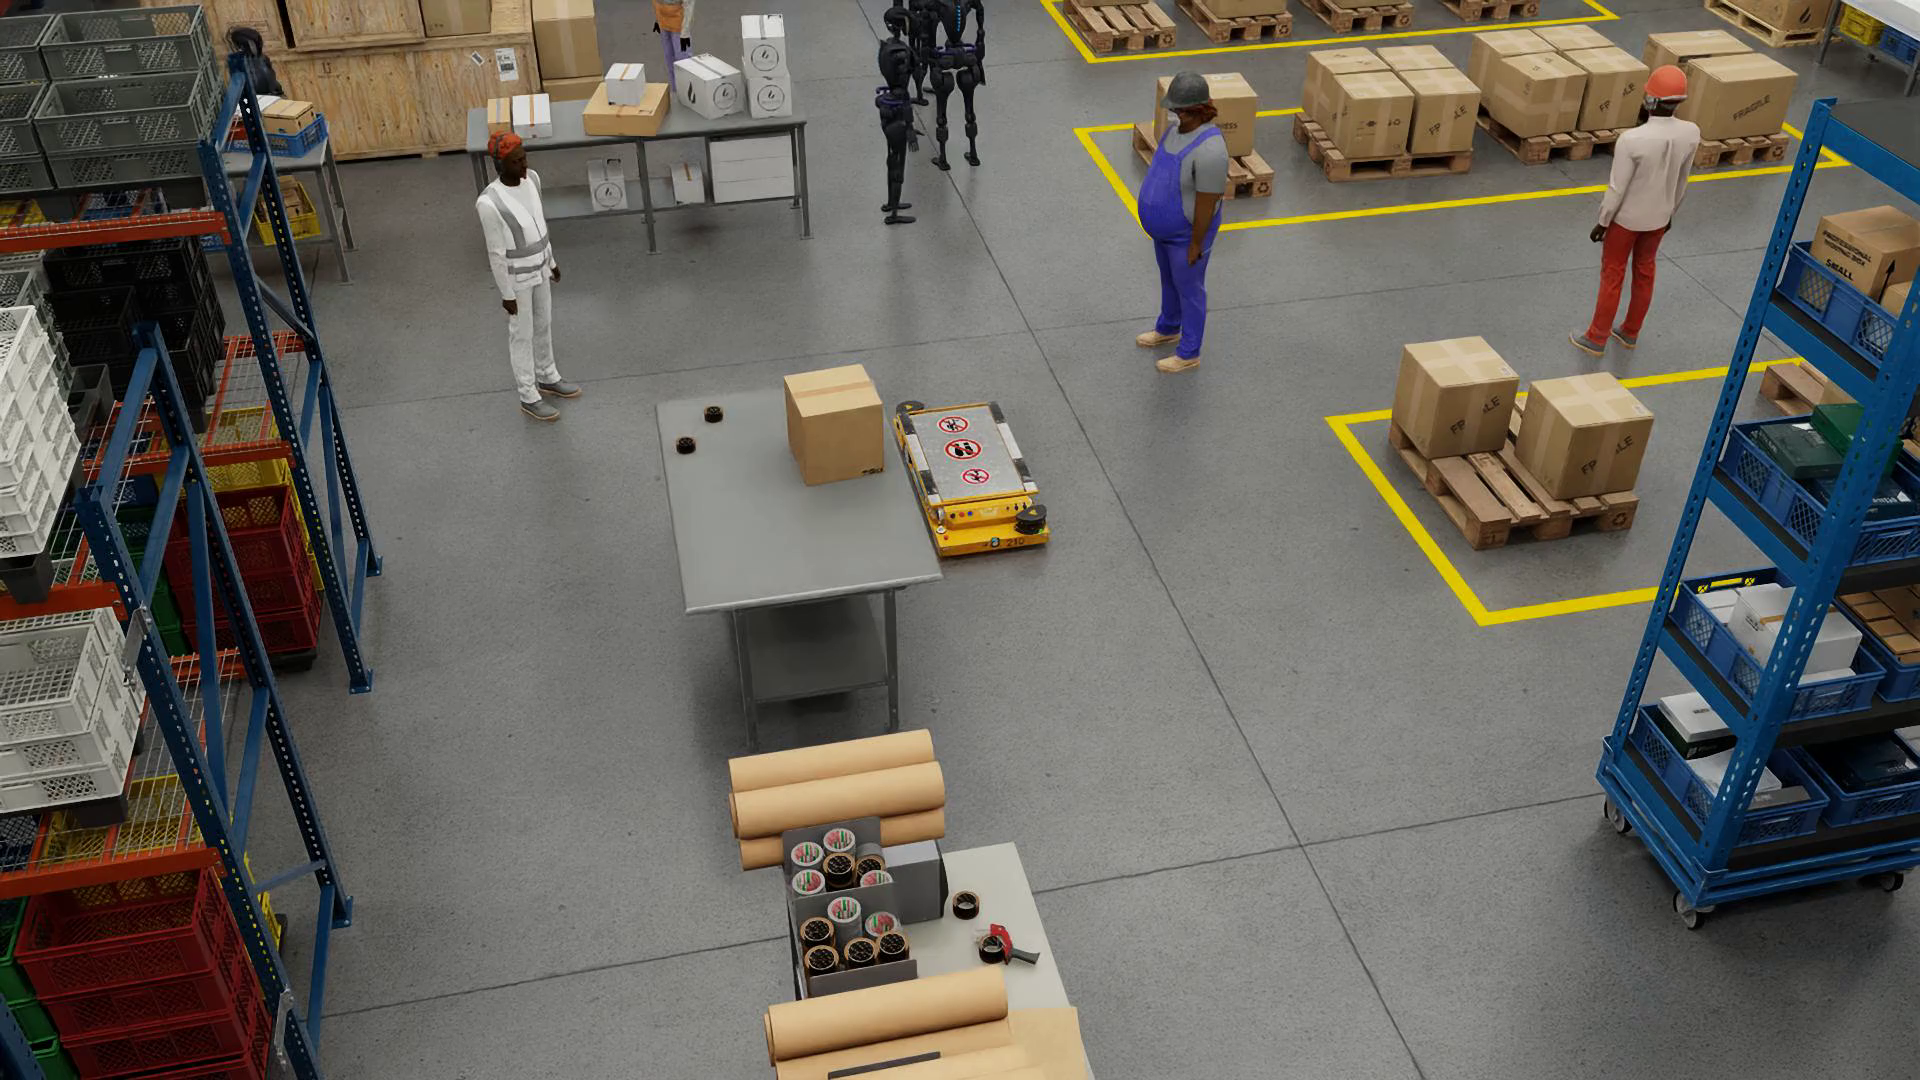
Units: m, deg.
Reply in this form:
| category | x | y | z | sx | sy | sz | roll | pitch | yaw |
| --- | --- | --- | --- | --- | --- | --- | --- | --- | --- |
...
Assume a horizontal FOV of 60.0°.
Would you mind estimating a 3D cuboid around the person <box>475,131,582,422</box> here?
| category | x | y | z | sx | sy | sz | roll | pitch | yaw |
| --- | --- | --- | --- | --- | --- | --- | --- | --- | --- |
| person | -2.711 | -1.656 | 10.428 | 0.356 | 1.882 | 0.571 | 12 | 38 | 15 |

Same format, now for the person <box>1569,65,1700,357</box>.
| category | x | y | z | sx | sy | sz | roll | pitch | yaw |
| --- | --- | --- | --- | --- | --- | --- | --- | --- | --- |
| person | 4.467 | -2.153 | 11.003 | 0.610 | 1.994 | 0.392 | -10 | 38 | -14 |

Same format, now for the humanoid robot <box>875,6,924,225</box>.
| category | x | y | z | sx | sy | sz | roll | pitch | yaw |
| --- | --- | --- | --- | --- | --- | --- | --- | --- | --- |
| humanoid robot | -0.468 | -3.253 | 12.747 | 0.329 | 1.658 | 0.579 | -7 | 37 | -10 |

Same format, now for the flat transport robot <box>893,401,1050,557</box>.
| category | x | y | z | sx | sy | sz | roll | pitch | yaw |
| --- | --- | --- | --- | --- | --- | --- | --- | --- | --- |
| flat transport robot | 0.046 | -0.430 | 10.108 | 0.652 | 0.197 | 1.431 | -8 | 37 | -10 |

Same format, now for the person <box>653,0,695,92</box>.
| category | x | y | z | sx | sy | sz | roll | pitch | yaw |
| --- | --- | --- | --- | --- | --- | --- | --- | --- | --- |
| person | -2.431 | -4.387 | 14.061 | 0.366 | 1.927 | 0.586 | -23 | 42 | -28 |

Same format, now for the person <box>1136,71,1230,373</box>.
| category | x | y | z | sx | sy | sz | roll | pitch | yaw |
| --- | --- | --- | --- | --- | --- | --- | --- | --- | --- |
| person | 1.419 | -2.086 | 10.875 | 0.536 | 2.000 | 0.677 | -9 | 38 | -12 |

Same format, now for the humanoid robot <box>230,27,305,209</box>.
| category | x | y | z | sx | sy | sz | roll | pitch | yaw |
| --- | --- | --- | --- | --- | --- | --- | --- | --- | --- |
| humanoid robot | -5.267 | -3.065 | 12.523 | 0.690 | 1.646 | 0.581 | 1 | 37 | 1 |

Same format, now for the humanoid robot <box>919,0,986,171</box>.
| category | x | y | z | sx | sy | sz | roll | pitch | yaw |
| --- | --- | --- | --- | --- | --- | --- | --- | --- | --- |
| humanoid robot | -0.052 | -3.869 | 13.574 | 0.563 | 1.650 | 0.352 | -12 | 38 | -15 |

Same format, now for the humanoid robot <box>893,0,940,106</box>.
| category | x | y | z | sx | sy | sz | roll | pitch | yaw |
| --- | --- | --- | --- | --- | --- | --- | --- | --- | --- |
| humanoid robot | -0.363 | -4.712 | 14.705 | 0.352 | 1.649 | 0.562 | 24 | 43 | 28 |
